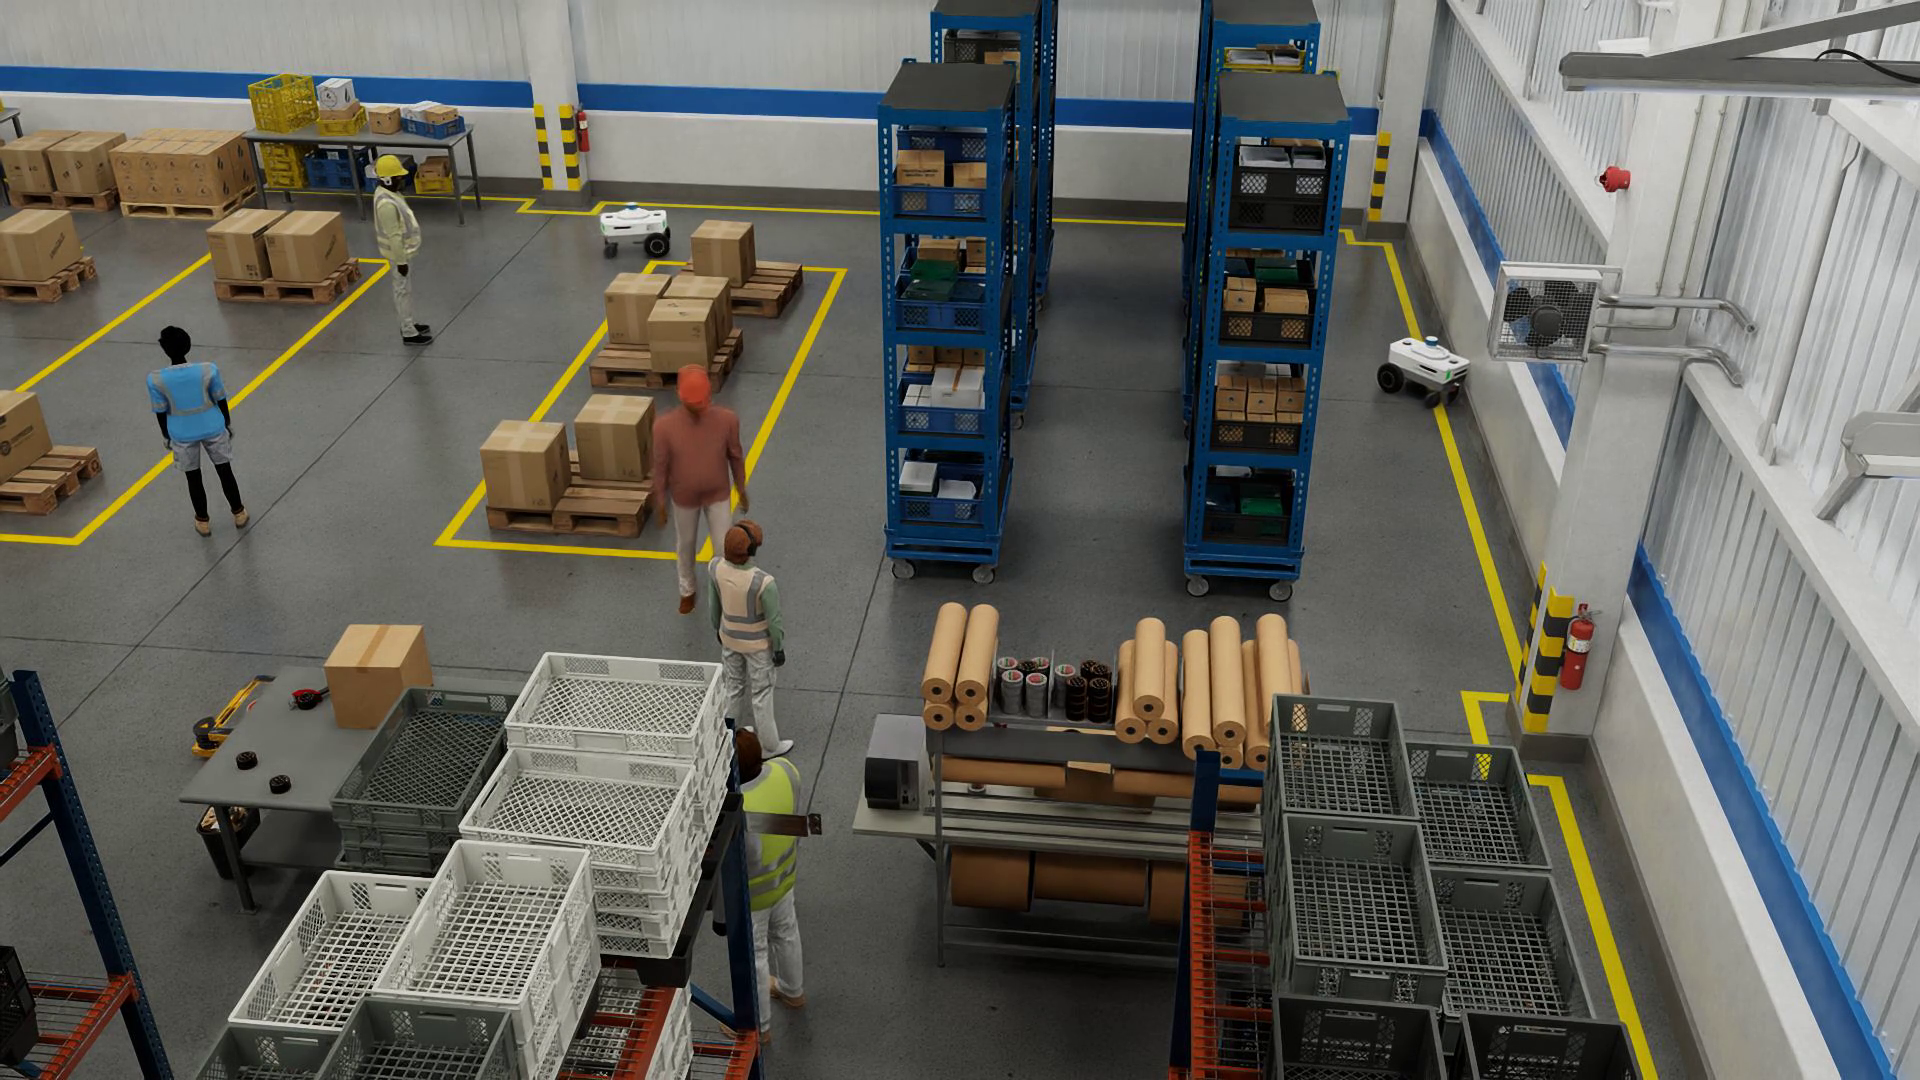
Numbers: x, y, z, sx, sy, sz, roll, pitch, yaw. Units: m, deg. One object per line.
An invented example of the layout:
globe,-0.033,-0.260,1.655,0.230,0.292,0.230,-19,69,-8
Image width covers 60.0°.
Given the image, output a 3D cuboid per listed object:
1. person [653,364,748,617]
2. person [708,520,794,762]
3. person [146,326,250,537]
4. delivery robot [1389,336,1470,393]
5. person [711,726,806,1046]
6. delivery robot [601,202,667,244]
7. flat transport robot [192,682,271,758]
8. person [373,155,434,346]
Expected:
person,-1.790,-0.326,11.527,0.620,1.997,0.434,-8,31,-13
person,-1.299,0.621,10.227,0.525,1.639,0.307,17,34,27
person,-5.805,-0.831,12.661,0.541,1.700,0.316,-15,34,-24
delivery robot,4.232,-1.600,15.024,0.477,0.478,0.707,-22,37,-33
person,-1.024,1.689,8.210,0.431,1.837,0.629,17,34,26
delivery robot,-3.569,-3.454,18.209,0.707,0.478,0.477,-4,31,-7
flat transport robot,-4.089,1.163,10.648,1.431,0.197,0.652,3,30,6
person,-5.327,-2.771,15.863,0.403,1.832,0.594,-9,31,-15
